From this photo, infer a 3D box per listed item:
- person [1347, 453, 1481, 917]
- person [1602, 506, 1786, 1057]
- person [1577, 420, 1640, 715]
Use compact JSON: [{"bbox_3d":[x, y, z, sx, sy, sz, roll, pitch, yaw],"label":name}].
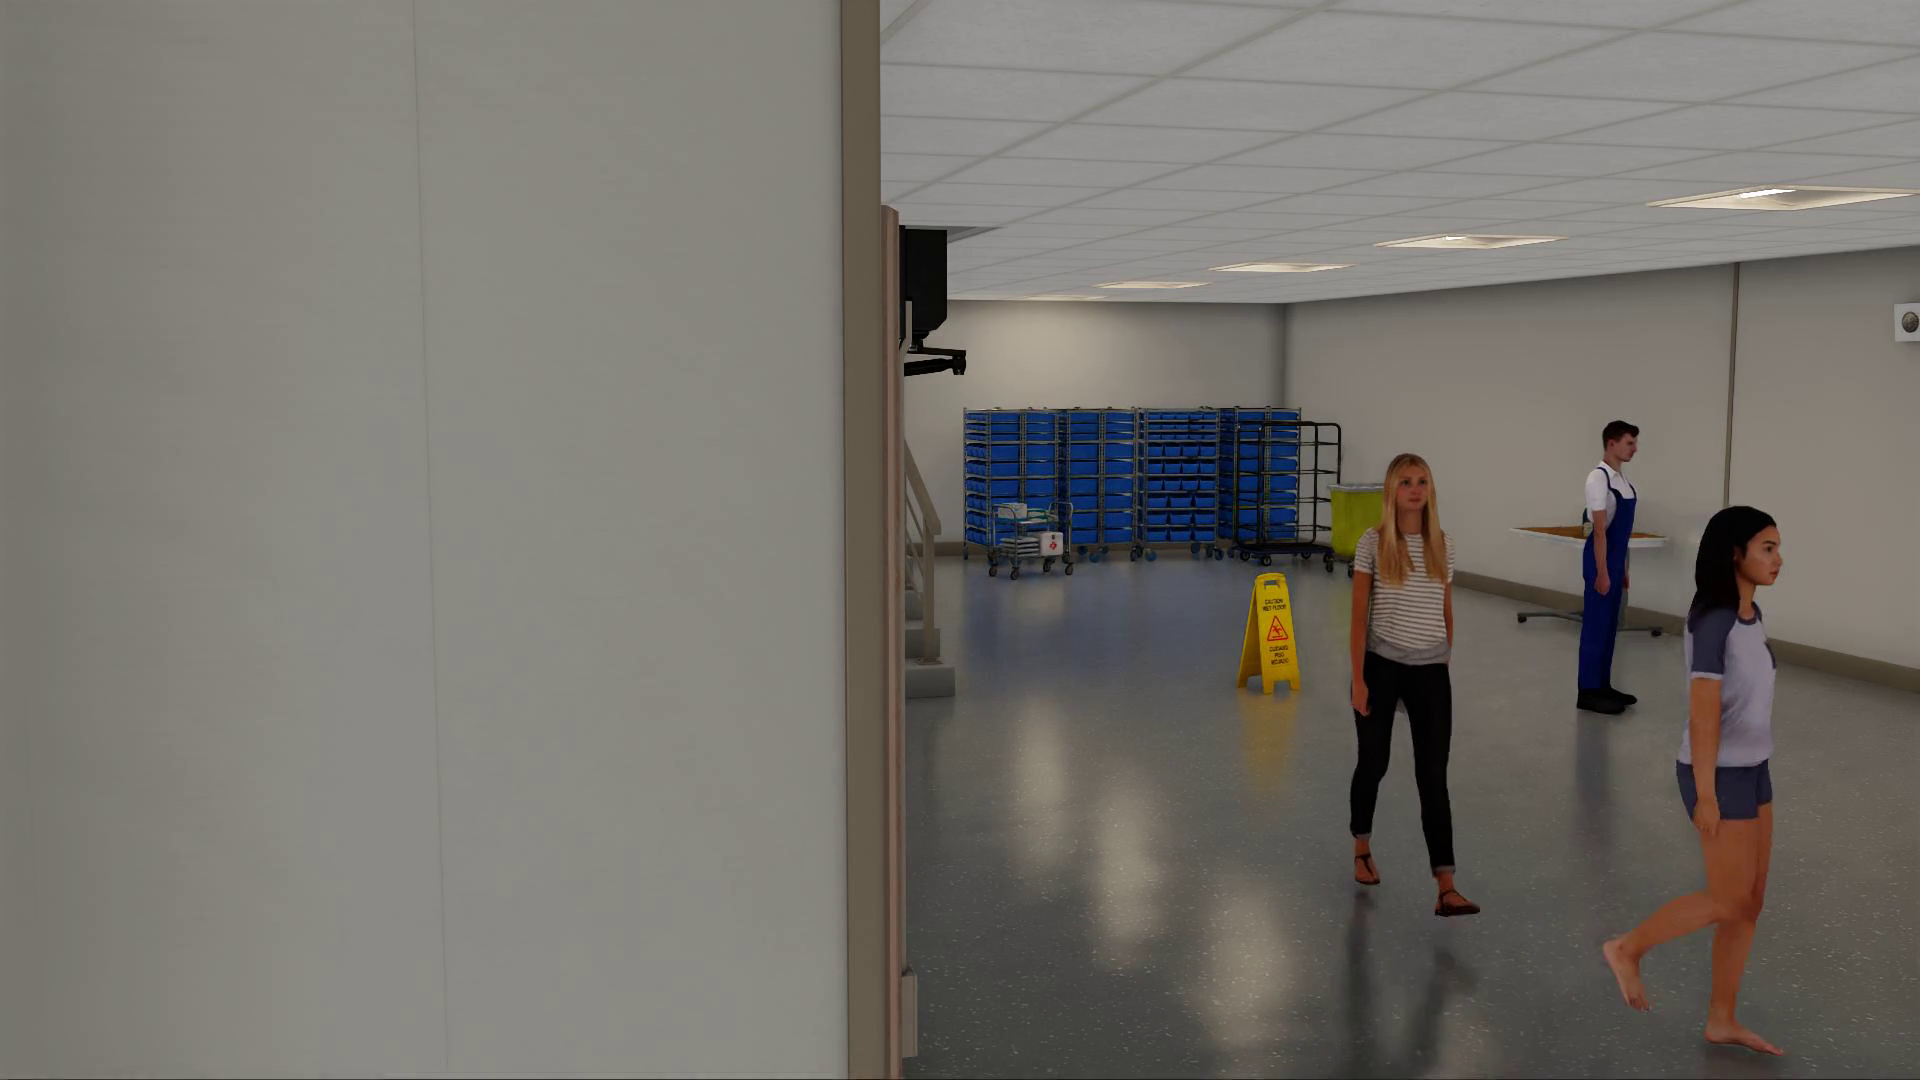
[{"bbox_3d":[1.734,0.579,6.729,0.769,1.777,1.180,-1,6,-5],"label":"person"},{"bbox_3d":[2.334,0.757,5.261,0.909,1.718,0.822,5,8,40],"label":"person"},{"bbox_3d":[4.129,0.150,10.630,0.754,1.851,0.721,5,7,39],"label":"person"}]
